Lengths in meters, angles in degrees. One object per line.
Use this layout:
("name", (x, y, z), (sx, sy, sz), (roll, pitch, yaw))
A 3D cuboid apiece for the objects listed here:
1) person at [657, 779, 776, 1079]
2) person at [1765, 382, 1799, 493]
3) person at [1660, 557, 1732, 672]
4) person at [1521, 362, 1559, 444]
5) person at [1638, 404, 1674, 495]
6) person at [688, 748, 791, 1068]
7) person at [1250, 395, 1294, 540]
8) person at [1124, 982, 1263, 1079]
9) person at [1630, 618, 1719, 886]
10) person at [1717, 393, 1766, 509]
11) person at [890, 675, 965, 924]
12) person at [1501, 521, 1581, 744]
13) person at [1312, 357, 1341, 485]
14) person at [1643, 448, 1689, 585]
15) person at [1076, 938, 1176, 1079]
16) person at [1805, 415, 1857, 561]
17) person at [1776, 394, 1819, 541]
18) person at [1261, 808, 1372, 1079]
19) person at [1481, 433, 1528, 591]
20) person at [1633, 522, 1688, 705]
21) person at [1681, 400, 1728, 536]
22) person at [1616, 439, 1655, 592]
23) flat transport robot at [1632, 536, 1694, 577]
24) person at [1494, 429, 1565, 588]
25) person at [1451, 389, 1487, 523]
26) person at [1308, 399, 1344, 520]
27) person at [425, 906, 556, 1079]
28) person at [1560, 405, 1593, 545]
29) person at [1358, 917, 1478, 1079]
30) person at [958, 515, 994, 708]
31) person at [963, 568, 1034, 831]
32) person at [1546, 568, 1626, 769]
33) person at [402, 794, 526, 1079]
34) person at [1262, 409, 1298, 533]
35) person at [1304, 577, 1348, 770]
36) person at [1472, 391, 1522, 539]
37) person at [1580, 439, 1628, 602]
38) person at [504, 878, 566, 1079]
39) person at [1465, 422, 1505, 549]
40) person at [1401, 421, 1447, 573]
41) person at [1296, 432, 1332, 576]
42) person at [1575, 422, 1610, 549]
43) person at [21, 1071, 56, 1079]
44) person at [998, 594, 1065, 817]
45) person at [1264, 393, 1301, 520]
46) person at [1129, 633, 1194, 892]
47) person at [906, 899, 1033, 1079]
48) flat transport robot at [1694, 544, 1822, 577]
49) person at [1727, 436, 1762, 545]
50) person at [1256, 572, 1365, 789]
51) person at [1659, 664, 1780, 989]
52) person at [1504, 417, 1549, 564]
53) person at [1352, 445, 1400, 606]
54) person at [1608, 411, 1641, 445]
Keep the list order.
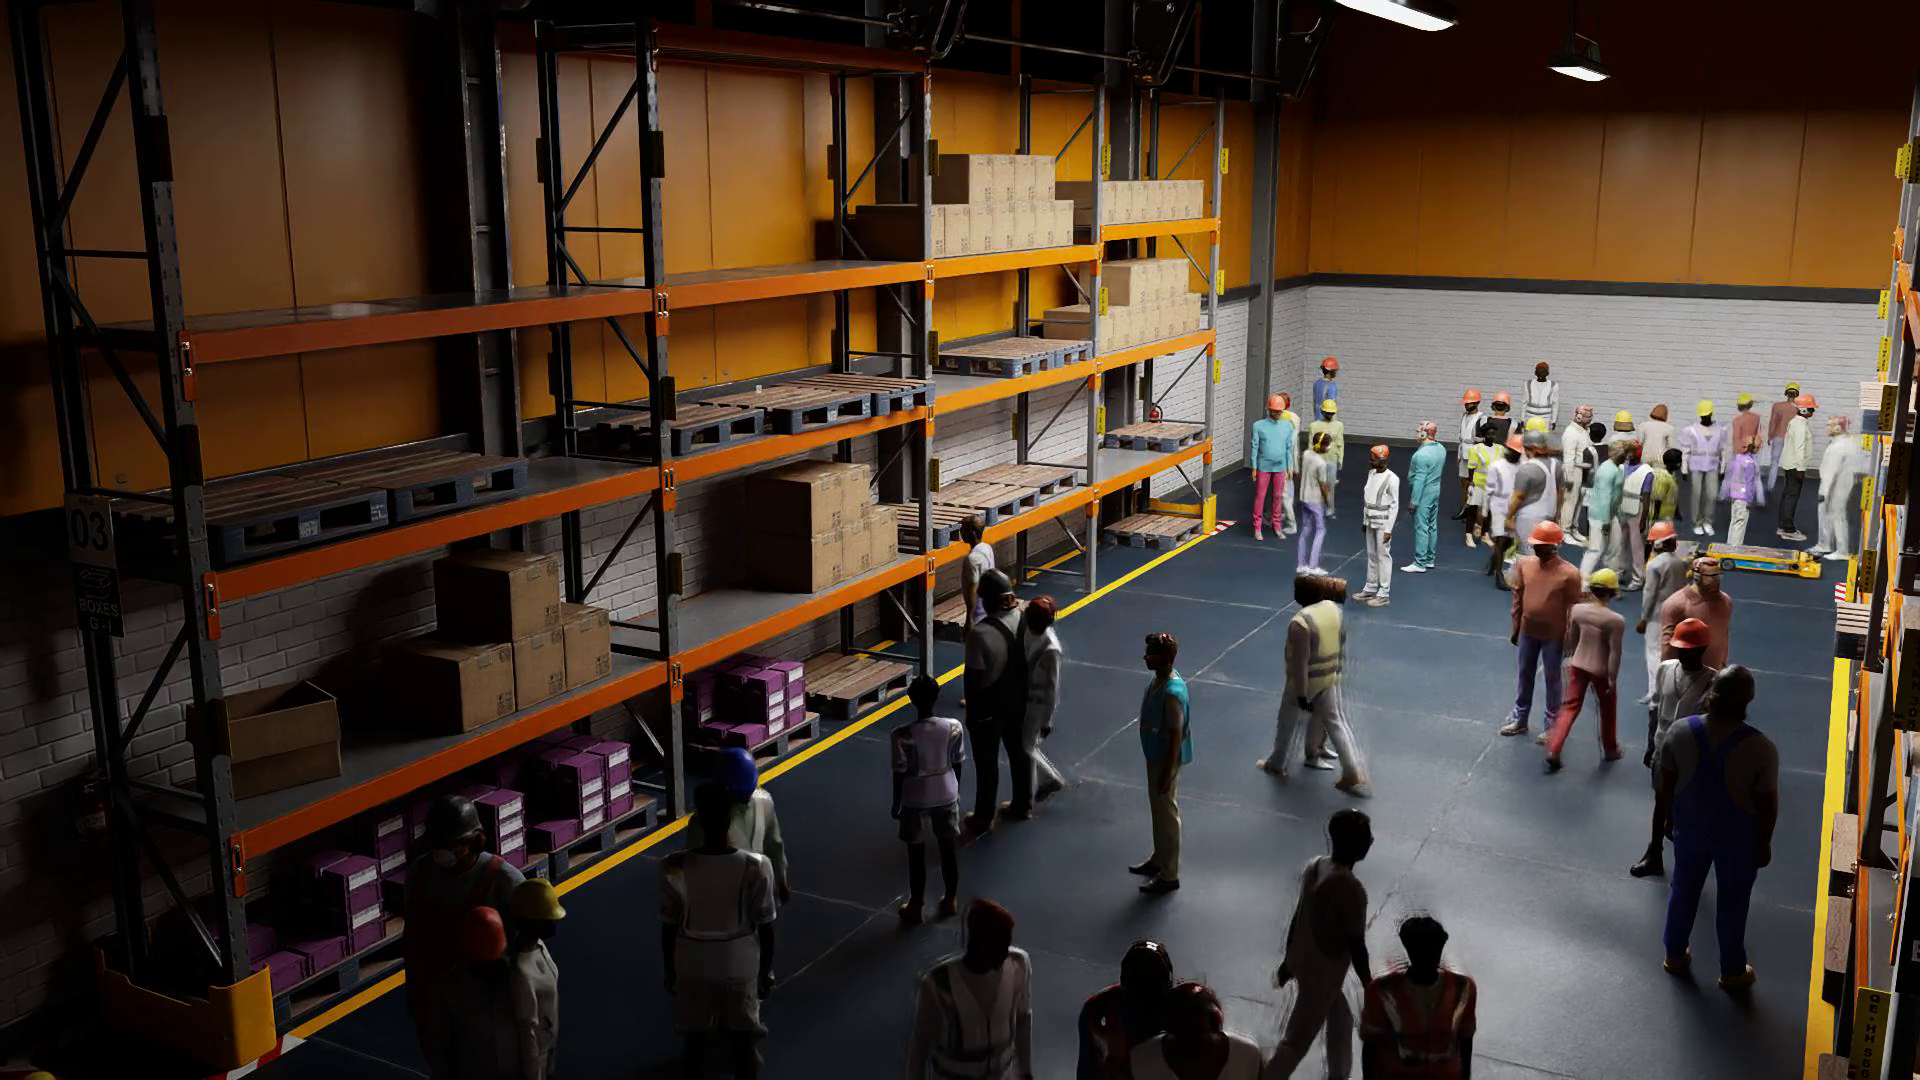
("person", (-1.244, 2.180, 8.559), (0.602, 1.951, 0.380), (-1, 13, -4))
("person", (12.838, -1.580, 25.838), (0.528, 1.752, 0.340), (4, 13, 18))
("person", (6.027, 1.072, 13.602), (0.647, 1.913, 0.409), (-4, 13, -18))
("person", (9.523, -1.987, 27.364), (0.575, 1.882, 0.359), (6, 14, 25))
("person", (10.227, -1.207, 24.522), (0.519, 1.580, 0.861), (6, 14, 23))
("person", (-1.233, 2.031, 9.337), (0.561, 1.895, 0.814), (8, 15, 33))
("person", (4.243, -0.991, 22.648), (0.611, 1.995, 0.376), (-2, 13, -10))
("person", (0.961, 2.626, 6.861), (0.588, 1.814, 0.458), (0, 13, 1))
("person", (5.067, 1.486, 11.685), (0.363, 1.939, 0.542), (-10, 16, -38))
("person", (11.712, -1.332, 24.807), (0.536, 1.722, 0.917), (-4, 13, -18))
("person", (-0.219, 1.733, 11.133), (0.534, 1.692, 0.322), (-5, 14, -22))
("person", (5.121, 0.802, 14.631), (0.392, 1.991, 0.612), (-11, 16, -40))
("person", (5.887, -1.907, 26.646), (0.378, 2.040, 0.614), (-4, 13, -18))
("person", (8.638, -0.286, 20.202), (0.717, 1.665, 0.548), (6, 14, 25))
("person", (0.788, 2.562, 7.120), (0.619, 1.836, 0.431), (3, 13, 14))
("person", (11.254, -0.684, 21.496), (0.710, 1.888, 0.694), (10, 16, 39))
("person", (11.427, -1.002, 22.700), (0.377, 1.995, 0.608), (4, 13, 16))
("person", (1.812, 2.259, 8.635), (0.904, 1.785, 0.536), (-2, 13, -8))
("person", (6.614, -0.387, 20.165), (0.563, 1.906, 0.829), (0, 13, 0))
("person", (6.650, 0.680, 15.785), (0.599, 1.732, 0.400), (-9, 16, -36))
("person", (10.208, -0.979, 22.817), (0.615, 1.891, 0.601), (2, 13, 10))
("person", (8.065, -0.305, 19.948), (0.393, 1.836, 0.561), (-4, 13, -19))
("flat transport robot", (9.025, 0.196, 21.227), (0.652, 0.197, 1.431), (7, 14, 27))
("person", (6.671, -0.344, 19.649), (0.693, 2.000, 0.988), (-9, 15, -34))
("person", (7.275, -1.201, 23.742), (0.388, 1.930, 0.544), (-5, 13, -20))
("person", (5.258, -1.155, 23.916), (0.525, 1.761, 0.340), (-1, 13, -4))
("person", (-2.139, 2.487, 7.661), (0.575, 1.737, 0.355), (-6, 14, -26))
("person", (8.322, -0.885, 22.408), (0.402, 1.896, 0.652), (9, 16, 36))
("person", (2.096, 2.521, 7.638), (0.552, 1.673, 0.569), (1, 13, 3))
("person", (0.163, 0.664, 15.608), (0.351, 1.837, 0.503), (4, 13, 16))
("person", (0.270, 1.197, 12.751), (0.682, 2.000, 0.535), (-9, 16, -36))
("person", (5.293, 1.083, 13.989), (0.898, 1.727, 0.531), (-9, 16, -36))
("person", (-2.452, 2.222, 8.161), (0.674, 2.000, 0.535), (3, 13, 13))
("person", (4.484, -0.980, 23.248), (0.491, 1.715, 0.773), (-11, 17, -40))
("person", (3.099, 1.110, 14.073), (0.314, 1.633, 0.521), (6, 14, 24))
("person", (7.308, -1.016, 22.694), (0.614, 2.030, 0.409), (4, 13, 17))
("person", (7.580, -0.227, 19.448), (0.512, 1.895, 0.670), (9, 15, 35))
("person", (-1.994, 2.428, 7.862), (0.326, 1.765, 0.530), (-2, 13, -10))
("person", (6.995, -0.734, 22.170), (0.536, 1.696, 0.322), (-4, 13, -16))
("person", (5.798, -0.542, 20.838), (0.408, 1.909, 0.638), (10, 16, 38))
("person", (4.385, -0.453, 20.640), (0.357, 1.838, 0.548), (-5, 14, -22))
("person", (8.471, -0.723, 22.145), (0.536, 1.690, 0.322), (-7, 14, -28))
("person", (-3.282, 2.800, 6.058), (0.586, 1.827, 0.404), (3, 13, 11))
("person", (0.563, 1.286, 12.809), (0.457, 1.842, 0.629), (-2, 13, -11))
("person", (4.678, -1.220, 24.034), (0.388, 1.837, 0.561), (-8, 15, -31))
("person", (1.427, 1.543, 11.648), (0.385, 1.842, 0.569), (-1, 13, -5))
("person", (0.072, 2.472, 7.522), (0.683, 1.817, 0.992), (-6, 14, -26))
("flat transport robot", (10.086, 0.241, 21.028), (1.431, 0.197, 0.652), (7, 14, 27))
("person", (10.108, -0.541, 21.460), (0.324, 1.631, 0.524), (2, 13, 8))
("person", (2.904, 1.142, 13.569), (0.626, 1.805, 0.964), (-10, 16, -38))
("person", (4.711, 1.744, 10.299), (0.688, 2.000, 0.539), (12, 17, 43))
("person", (7.242, -0.627, 21.208), (0.421, 1.918, 0.592), (7, 15, 30))
("person", (4.838, -0.176, 19.253), (0.353, 1.884, 0.573), (-4, 13, -17))
("person", (9.087, -0.916, 22.901), (0.485, 1.737, 0.321), (-3, 13, -15))
